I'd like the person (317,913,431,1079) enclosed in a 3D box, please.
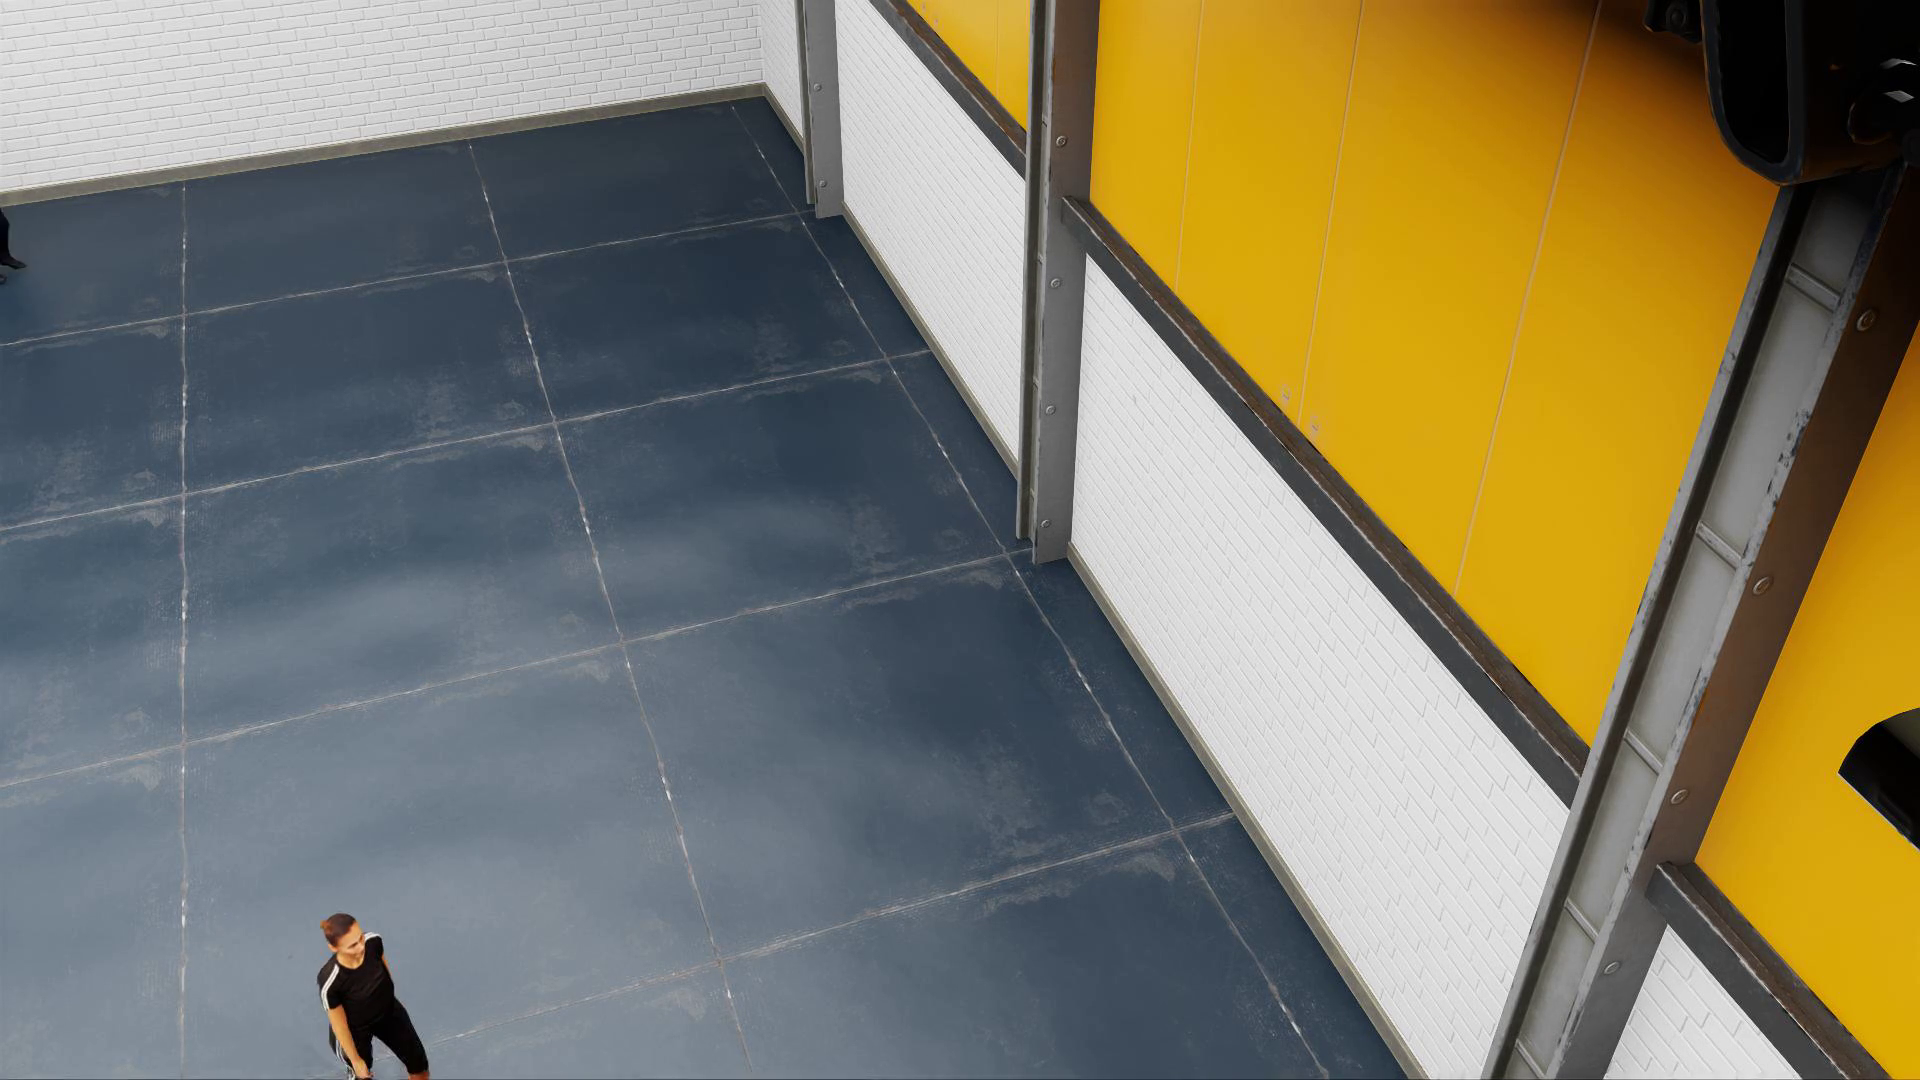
[{"bbox_3d":[-3.145,2.472,8.625,0.908,1.650,0.830,22,44,26],"label":"person"}]
